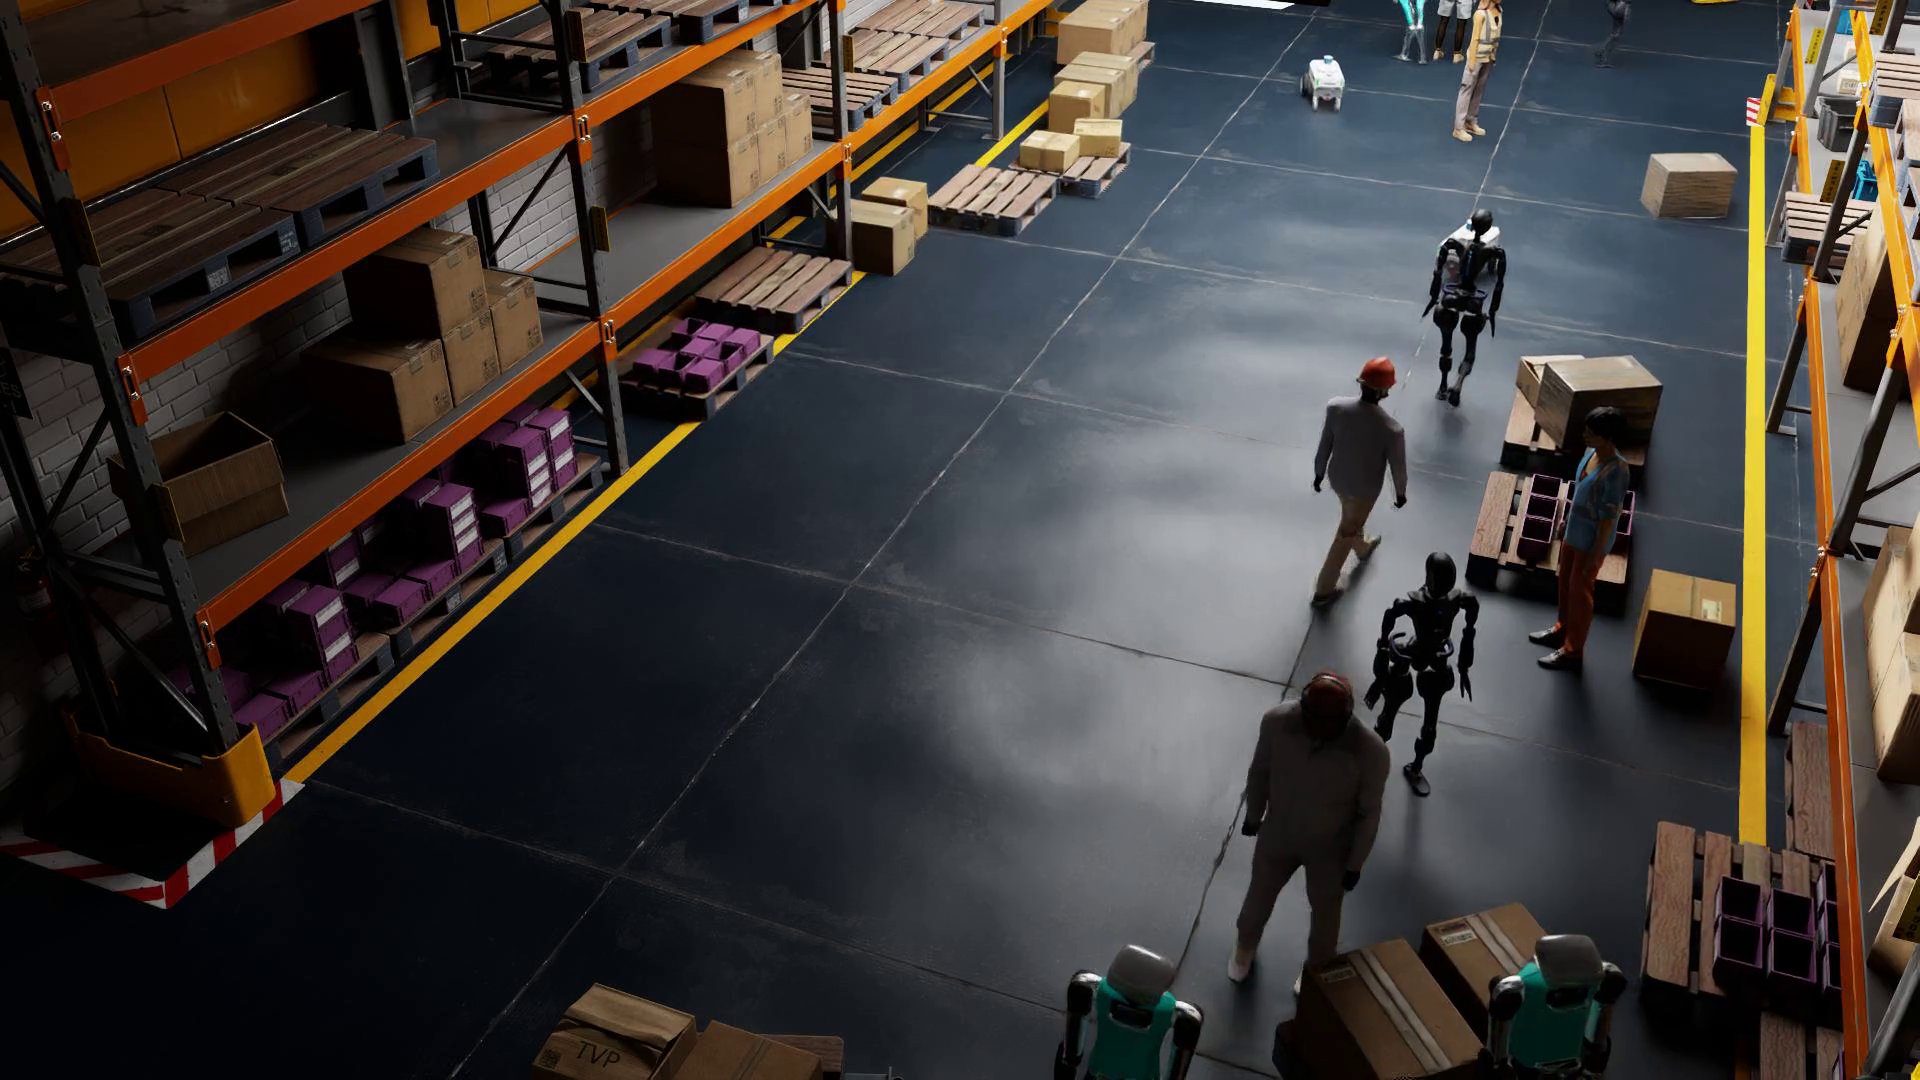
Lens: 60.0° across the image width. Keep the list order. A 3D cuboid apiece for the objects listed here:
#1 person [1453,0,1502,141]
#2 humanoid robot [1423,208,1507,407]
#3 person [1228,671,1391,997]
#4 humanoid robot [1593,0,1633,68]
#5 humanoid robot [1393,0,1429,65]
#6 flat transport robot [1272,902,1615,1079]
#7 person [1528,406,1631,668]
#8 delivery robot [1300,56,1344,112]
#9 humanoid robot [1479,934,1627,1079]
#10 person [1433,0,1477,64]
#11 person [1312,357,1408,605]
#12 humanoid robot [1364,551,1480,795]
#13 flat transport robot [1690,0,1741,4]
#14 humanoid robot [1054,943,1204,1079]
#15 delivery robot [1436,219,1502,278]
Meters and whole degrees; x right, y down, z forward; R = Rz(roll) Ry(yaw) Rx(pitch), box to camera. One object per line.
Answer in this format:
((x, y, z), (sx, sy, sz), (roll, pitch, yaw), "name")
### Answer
((5.811, -5.352, 18.483), (0.469, 1.778, 0.323), (-25, 41, -34), "person")
((3.938, -1.812, 13.114), (0.584, 1.641, 0.536), (14, 36, 21), "humanoid robot")
((1.651, 1.401, 7.940), (0.675, 1.897, 0.397), (17, 37, 24), "person")
((8.224, -6.712, 20.677), (0.343, 1.645, 0.616), (0, 33, 1), "humanoid robot")
((5.694, -6.834, 20.824), (0.618, 1.776, 0.844), (1, 33, 1), "humanoid robot")
((2.155, 2.635, 7.514), (0.659, 0.231, 1.431), (-10, 34, -15), "flat transport robot")
((3.842, -0.021, 10.254), (0.344, 1.758, 0.504), (-1, 33, -2), "person")
((4.341, -5.446, 19.762), (0.499, 0.600, 0.802), (2, 33, 3), "delivery robot")
((2.344, 2.371, 6.570), (0.543, 1.792, 0.653), (-5, 33, -8), "humanoid robot")
((6.262, -6.860, 20.894), (0.532, 1.693, 0.320), (23, 39, 31), "person")
((2.667, -0.427, 10.921), (0.893, 1.699, 0.593), (-27, 41, -35), "person")
((2.548, 0.702, 9.223), (0.591, 1.635, 0.459), (-4, 33, -6), "humanoid robot")
((10.545, -8.016, 23.997), (0.659, 0.231, 1.431), (-8, 34, -13), "flat transport robot")
((0.557, 2.445, 6.487), (0.565, 1.776, 0.912), (11, 34, 17), "humanoid robot")
((4.734, -2.696, 15.495), (0.499, 0.589, 0.785), (22, 39, 30), "delivery robot")
